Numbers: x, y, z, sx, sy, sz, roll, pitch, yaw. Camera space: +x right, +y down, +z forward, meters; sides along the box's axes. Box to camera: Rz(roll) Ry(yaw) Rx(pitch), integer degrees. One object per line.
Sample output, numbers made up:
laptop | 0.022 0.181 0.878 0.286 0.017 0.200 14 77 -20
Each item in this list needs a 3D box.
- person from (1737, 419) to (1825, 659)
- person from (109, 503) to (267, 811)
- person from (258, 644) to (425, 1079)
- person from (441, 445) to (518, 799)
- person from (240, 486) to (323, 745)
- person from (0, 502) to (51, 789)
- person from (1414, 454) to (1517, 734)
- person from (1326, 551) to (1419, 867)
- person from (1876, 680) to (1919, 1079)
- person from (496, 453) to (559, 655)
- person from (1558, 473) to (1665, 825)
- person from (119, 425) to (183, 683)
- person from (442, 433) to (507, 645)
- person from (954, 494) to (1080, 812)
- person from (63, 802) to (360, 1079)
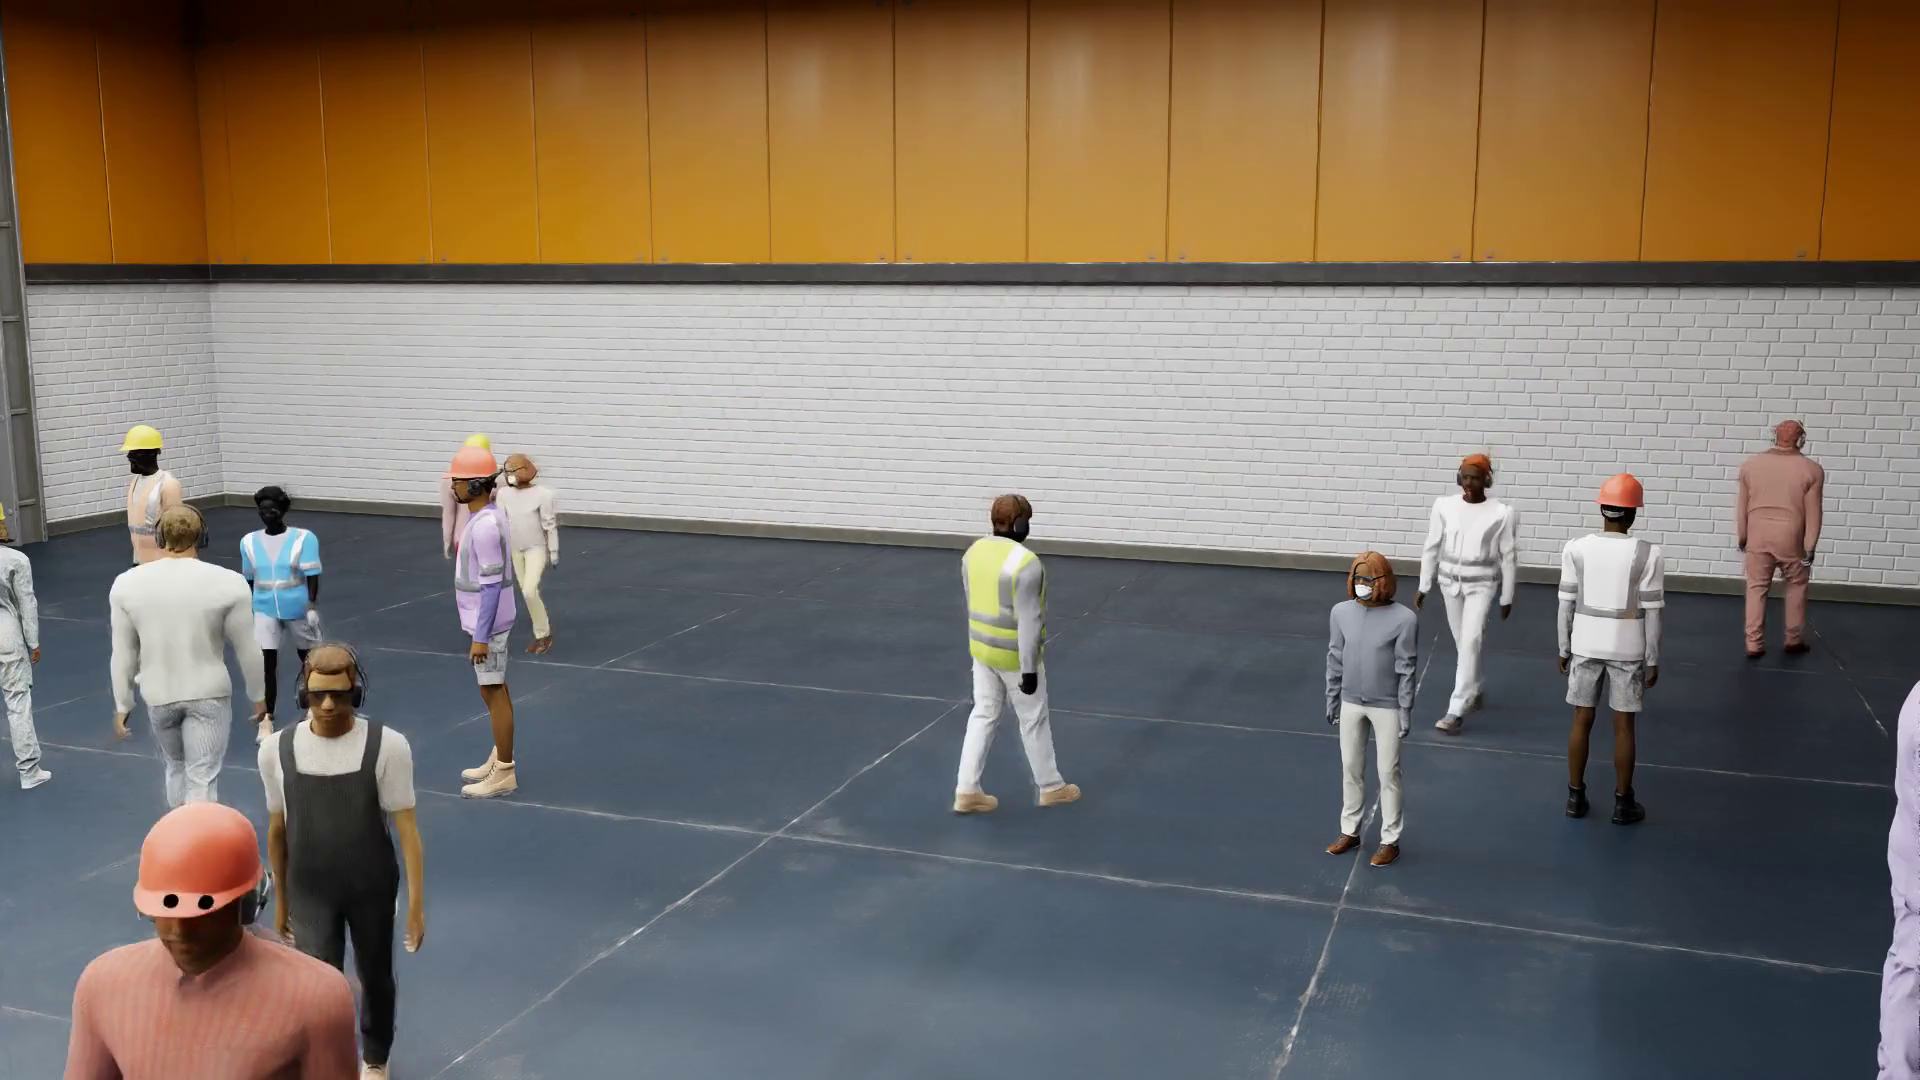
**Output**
person | 6.483 -0.014 13.141 0.664 1.876 0.792 8 12 41
person | -3.766 0.760 8.233 0.663 1.910 0.810 -1 9 -8
person | -2.117 1.227 5.741 0.524 1.790 1.026 -2 9 -13
person | -2.766 0.472 9.629 0.378 2.045 0.605 -2 9 -13
person | -4.456 0.449 10.990 0.534 1.654 0.891 -1 9 -6
person | -5.658 0.604 9.744 0.492 1.742 0.323 -3 10 -15
person | 3.408 0.335 11.173 0.581 1.834 1.005 8 12 40
person | 2.105 0.856 8.546 0.494 1.624 0.279 8 12 39
person | 3.461 1.158 5.813 0.399 1.905 0.642 5 10 29
person | -3.440 0.117 13.192 0.509 1.606 0.510 4 10 21
person | 3.588 0.596 9.189 0.549 1.936 0.377 6 11 34
person | -5.885 0.122 12.161 0.584 1.928 0.373 7 11 37
person | -3.952 -0.003 13.570 0.531 1.732 0.805 -1 9 -7
person | 0.290 0.637 9.346 0.793 1.811 0.648 -7 12 -38
person | -1.612 1.491 3.657 0.610 1.941 1.053 1 9 8
